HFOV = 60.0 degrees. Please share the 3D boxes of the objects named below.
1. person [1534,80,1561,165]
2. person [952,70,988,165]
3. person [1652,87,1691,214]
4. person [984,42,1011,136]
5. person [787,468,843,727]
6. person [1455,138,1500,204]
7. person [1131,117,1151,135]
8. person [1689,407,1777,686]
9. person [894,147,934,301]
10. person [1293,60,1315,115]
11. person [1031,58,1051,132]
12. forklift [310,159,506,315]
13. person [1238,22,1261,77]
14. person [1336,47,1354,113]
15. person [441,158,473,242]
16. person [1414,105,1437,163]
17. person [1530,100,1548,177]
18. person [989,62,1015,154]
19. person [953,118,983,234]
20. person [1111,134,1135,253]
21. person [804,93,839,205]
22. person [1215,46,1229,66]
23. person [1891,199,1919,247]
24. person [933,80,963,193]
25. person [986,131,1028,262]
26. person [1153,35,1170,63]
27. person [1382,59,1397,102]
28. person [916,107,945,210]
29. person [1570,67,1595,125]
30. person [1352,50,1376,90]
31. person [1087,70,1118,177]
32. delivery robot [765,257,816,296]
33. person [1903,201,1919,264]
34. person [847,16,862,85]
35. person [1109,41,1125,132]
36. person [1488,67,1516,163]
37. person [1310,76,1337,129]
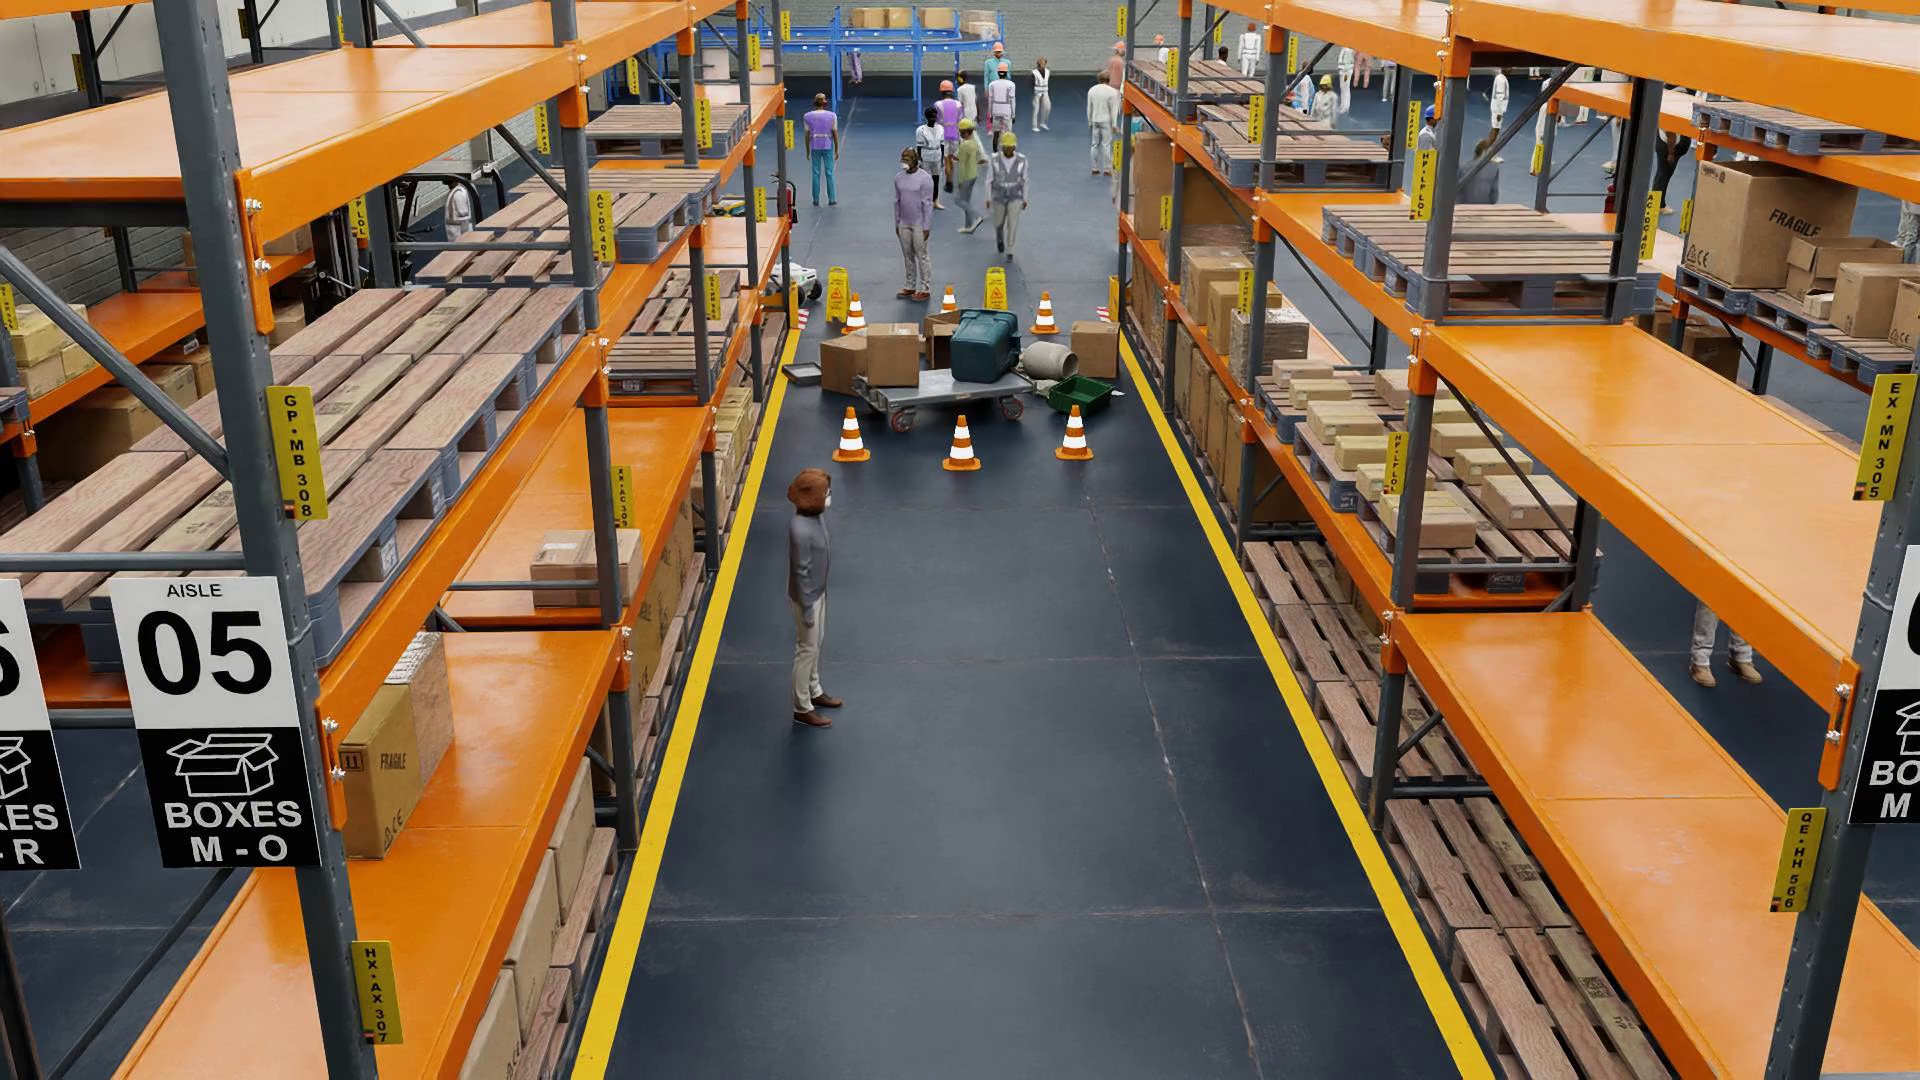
[{"bbox_3d":[11.479,-8.165,32.425,0.320,1.689,0.539,-16,26,-36],"label":"person"},{"bbox_3d":[0.151,-8.265,32.556,1.003,1.791,0.502,12,24,28],"label":"person"},{"bbox_3d":[11.662,-6.386,27.234,0.536,2.000,0.688,5,21,13],"label":"person"},{"bbox_3d":[0.830,-9.947,36.708,0.611,1.996,0.379,-4,21,-11],"label":"person"},{"bbox_3d":[-0.891,0.338,10.041,0.291,1.625,0.507,2,21,6],"label":"person"},{"bbox_3d":[6.812,-4.318,21.920,0.652,1.928,0.434,-8,22,-20],"label":"person"},{"bbox_3d":[2.960,-6.450,27.675,0.345,1.846,0.508,-10,23,-24],"label":"person"},{"bbox_3d":[4.974,0.039,10.527,0.633,1.842,0.429,-3,21,-8],"label":"person"},{"bbox_3d":[-0.590,-4.005,21.105,0.623,1.932,0.372,17,26,37],"label":"person"},{"bbox_3d":[7.084,-8.948,34.302,0.431,1.832,0.627,1,21,2],"label":"person"},{"bbox_3d":[1.803,-9.995,37.349,0.516,1.624,0.421,-11,23,-27],"label":"person"},{"bbox_3d":[-5.622,-2.910,17.832,2.313,2.155,1.214,-1,21,-1],"label":"forklift"},{"bbox_3d":[7.945,-13.278,45.729,0.588,1.850,0.933,5,21,13],"label":"person"},{"bbox_3d":[9.442,-11.490,40.875,0.427,1.938,0.604,0,21,-1],"label":"person"},{"bbox_3d":[-6.081,-3.639,20.117,0.368,1.935,0.552,-9,22,-22],"label":"person"},{"bbox_3d":[7.131,-5.652,25.421,0.388,1.947,0.610,8,22,19],"label":"person"},{"bbox_3d":[10.908,-7.628,31.098,0.287,1.626,0.497,9,23,23],"label":"person"},{"bbox_3d":[0.831,-8.374,32.648,0.543,1.929,0.387,7,22,17],"label":"person"},{"bbox_3d":[0.110,-5.542,25.401,0.413,1.742,0.556,9,23,24],"label":"person"},{"bbox_3d":[2.452,-4.958,23.907,0.489,1.722,0.657,-7,22,-18],"label":"person"},{"bbox_3d":[-2.324,-6.553,27.943,0.567,1.846,0.389,0,21,-1],"label":"person"},{"bbox_3d":[5.718,-9.928,36.787,0.409,1.908,0.597,-6,21,-15],"label":"person"},{"bbox_3d":[14.091,-5.187,24.491,0.486,1.736,0.320,0,21,0],"label":"person"},{"bbox_3d":[-0.270,-7.141,29.402,0.551,1.905,0.792,-9,23,-23],"label":"person"},{"bbox_3d":[0.671,-4.895,23.606,0.600,1.808,0.695,0,21,-1],"label":"person"},{"bbox_3d":[5.057,-11.977,42.413,0.573,1.747,0.337,11,23,27],"label":"person"},{"bbox_3d":[11.267,-12.387,43.274,0.581,1.919,0.395,6,22,16],"label":"person"},{"bbox_3d":[-0.487,-6.290,27.470,0.533,1.690,0.322,-12,24,-28],"label":"person"},{"bbox_3d":[14.514,-10.490,38.662,0.511,1.622,0.296,-16,26,-36],"label":"person"},{"bbox_3d":[11.268,-13.498,46.234,0.663,1.899,0.397,4,21,11],"label":"person"},{"bbox_3d":[2.663,-7.782,31.064,0.629,1.940,0.379,16,26,36],"label":"person"},{"bbox_3d":[-2.194,-3.347,21.137,0.707,0.478,0.477,10,23,25],"label":"delivery robot"},{"bbox_3d":[12.779,-4.343,21.960,0.396,1.949,0.602,-3,21,-9],"label":"person"},{"bbox_3d":[-3.046,-14.021,47.618,0.404,1.899,0.643,-14,25,-32],"label":"person"},{"bbox_3d":[3.557,-10.135,37.236,0.503,1.975,0.620,-5,21,-13],"label":"person"},{"bbox_3d":[10.640,-8.464,32.731,0.400,2.037,0.610,6,22,15],"label":"person"},{"bbox_3d":[7.036,-8.171,32.430,0.885,1.701,0.489,-17,26,-37],"label":"person"}]
